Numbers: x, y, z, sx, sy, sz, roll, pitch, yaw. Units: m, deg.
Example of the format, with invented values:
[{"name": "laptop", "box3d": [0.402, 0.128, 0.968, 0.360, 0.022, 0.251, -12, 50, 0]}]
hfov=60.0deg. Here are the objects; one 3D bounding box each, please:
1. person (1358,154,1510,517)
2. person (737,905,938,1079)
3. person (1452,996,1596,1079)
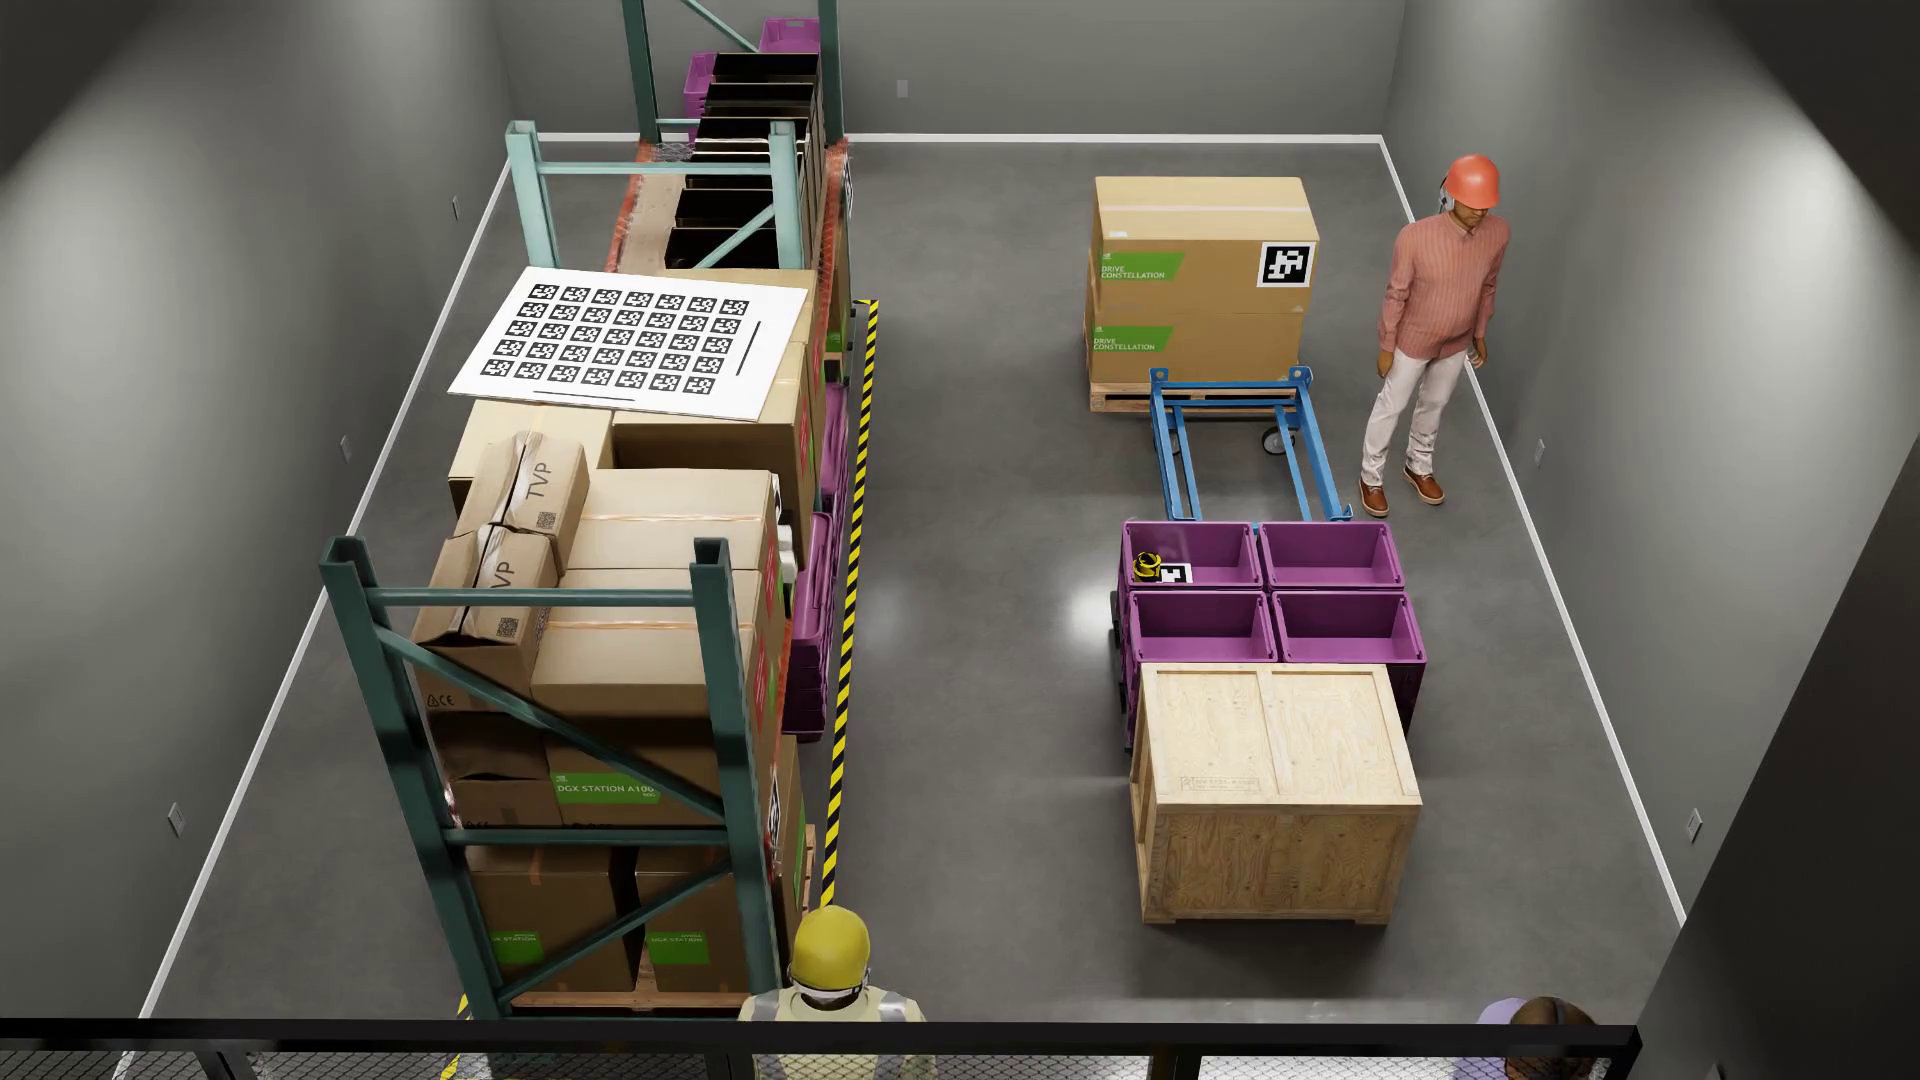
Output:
[{"name": "person", "box3d": [2.343, -0.997, 8.207, 0.611, 1.996, 0.378, -11, 42, -12]}, {"name": "person", "box3d": [-0.368, 1.747, 5.200, 0.600, 1.831, 0.404, 0, 41, 0]}, {"name": "person", "box3d": [1.529, 1.942, 4.900, 0.369, 1.938, 0.631, 11, 42, 12]}]
